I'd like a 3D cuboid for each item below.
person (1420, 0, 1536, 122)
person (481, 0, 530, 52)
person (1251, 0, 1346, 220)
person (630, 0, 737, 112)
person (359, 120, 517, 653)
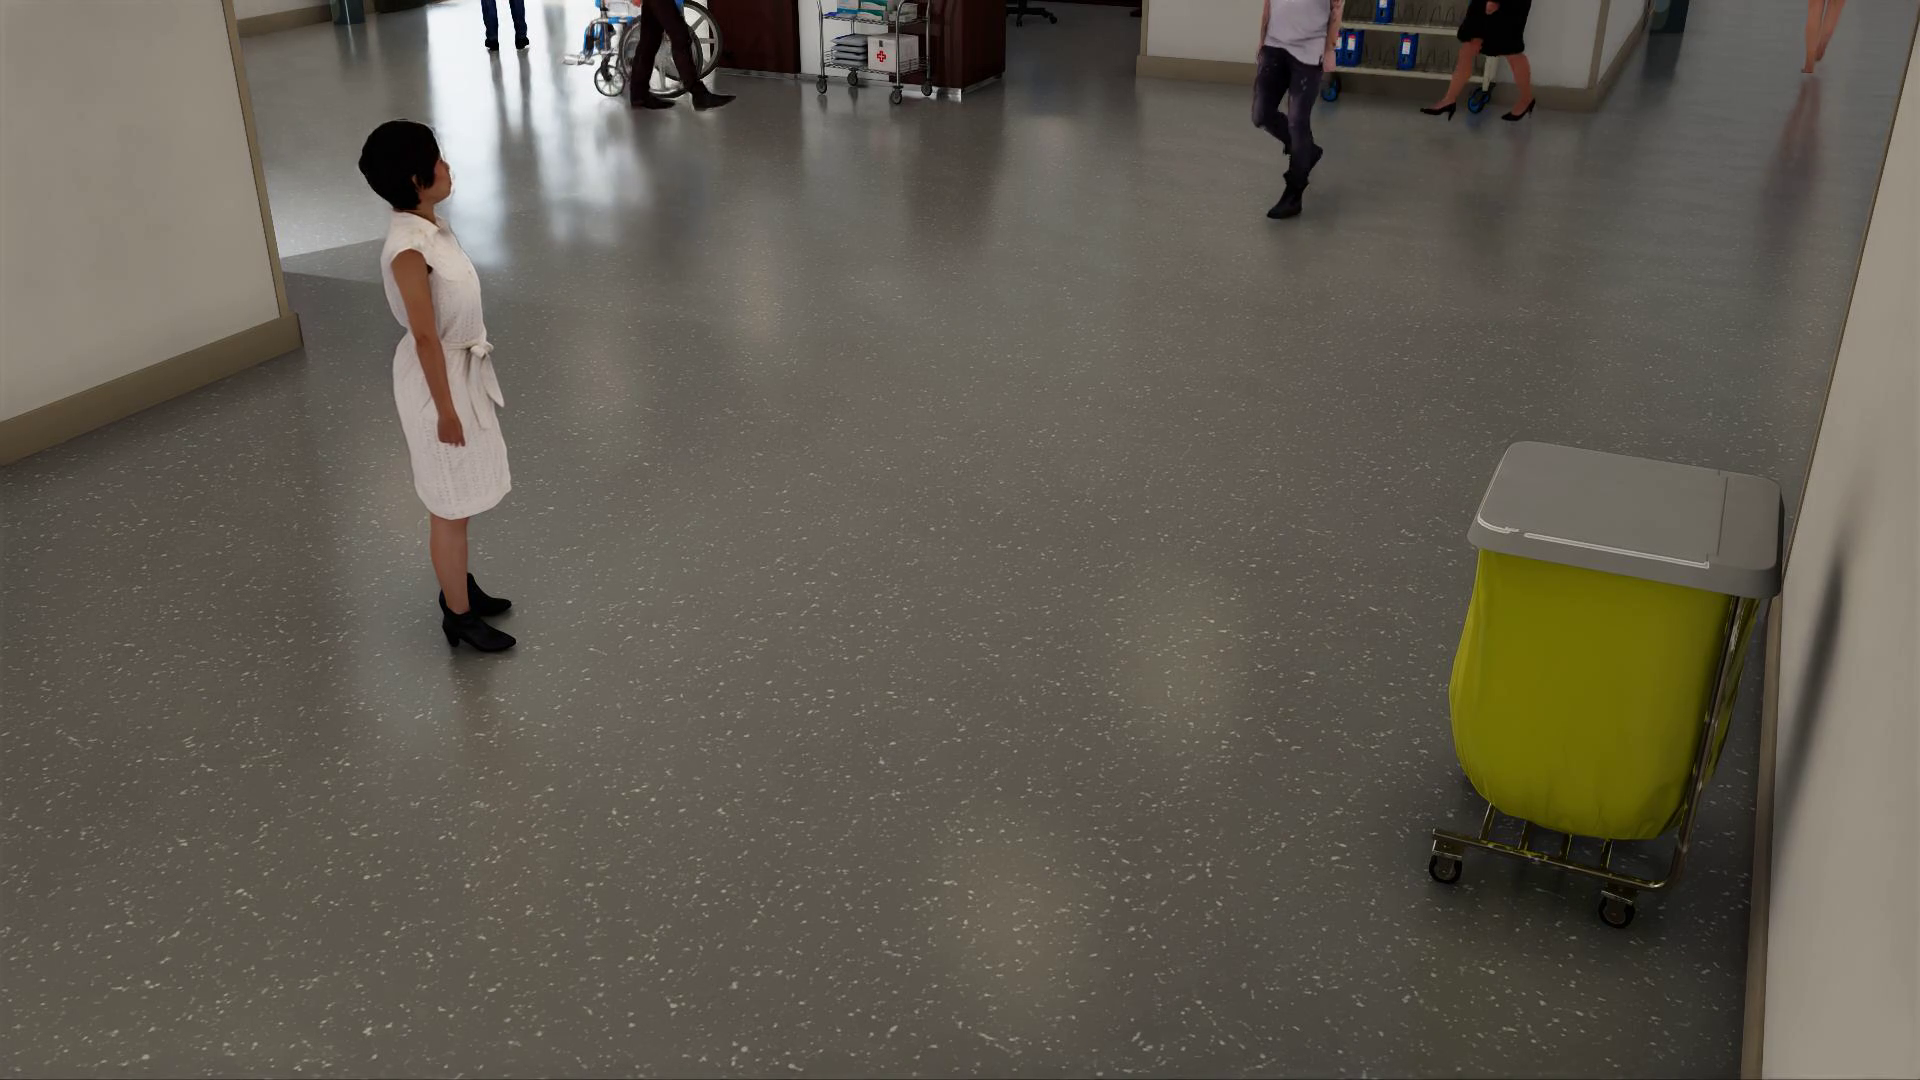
[{"bbox_3d":[3.778,-3.661,11.405,1.185,1.631,1.023,-2,26,-4],"label":"person"},{"bbox_3d":[-4.023,-5.210,14.320,0.740,1.889,0.813,-8,27,-16],"label":"person"},{"bbox_3d":[1.938,-2.741,9.284,0.916,1.817,0.923,-22,33,-38],"label":"person"},{"bbox_3d":[-2.233,-3.943,11.757,1.141,1.833,0.919,1,26,3],"label":"person"},{"bbox_3d":[-1.492,-0.425,4.784,0.695,1.554,0.649,-7,27,-14],"label":"person"}]
